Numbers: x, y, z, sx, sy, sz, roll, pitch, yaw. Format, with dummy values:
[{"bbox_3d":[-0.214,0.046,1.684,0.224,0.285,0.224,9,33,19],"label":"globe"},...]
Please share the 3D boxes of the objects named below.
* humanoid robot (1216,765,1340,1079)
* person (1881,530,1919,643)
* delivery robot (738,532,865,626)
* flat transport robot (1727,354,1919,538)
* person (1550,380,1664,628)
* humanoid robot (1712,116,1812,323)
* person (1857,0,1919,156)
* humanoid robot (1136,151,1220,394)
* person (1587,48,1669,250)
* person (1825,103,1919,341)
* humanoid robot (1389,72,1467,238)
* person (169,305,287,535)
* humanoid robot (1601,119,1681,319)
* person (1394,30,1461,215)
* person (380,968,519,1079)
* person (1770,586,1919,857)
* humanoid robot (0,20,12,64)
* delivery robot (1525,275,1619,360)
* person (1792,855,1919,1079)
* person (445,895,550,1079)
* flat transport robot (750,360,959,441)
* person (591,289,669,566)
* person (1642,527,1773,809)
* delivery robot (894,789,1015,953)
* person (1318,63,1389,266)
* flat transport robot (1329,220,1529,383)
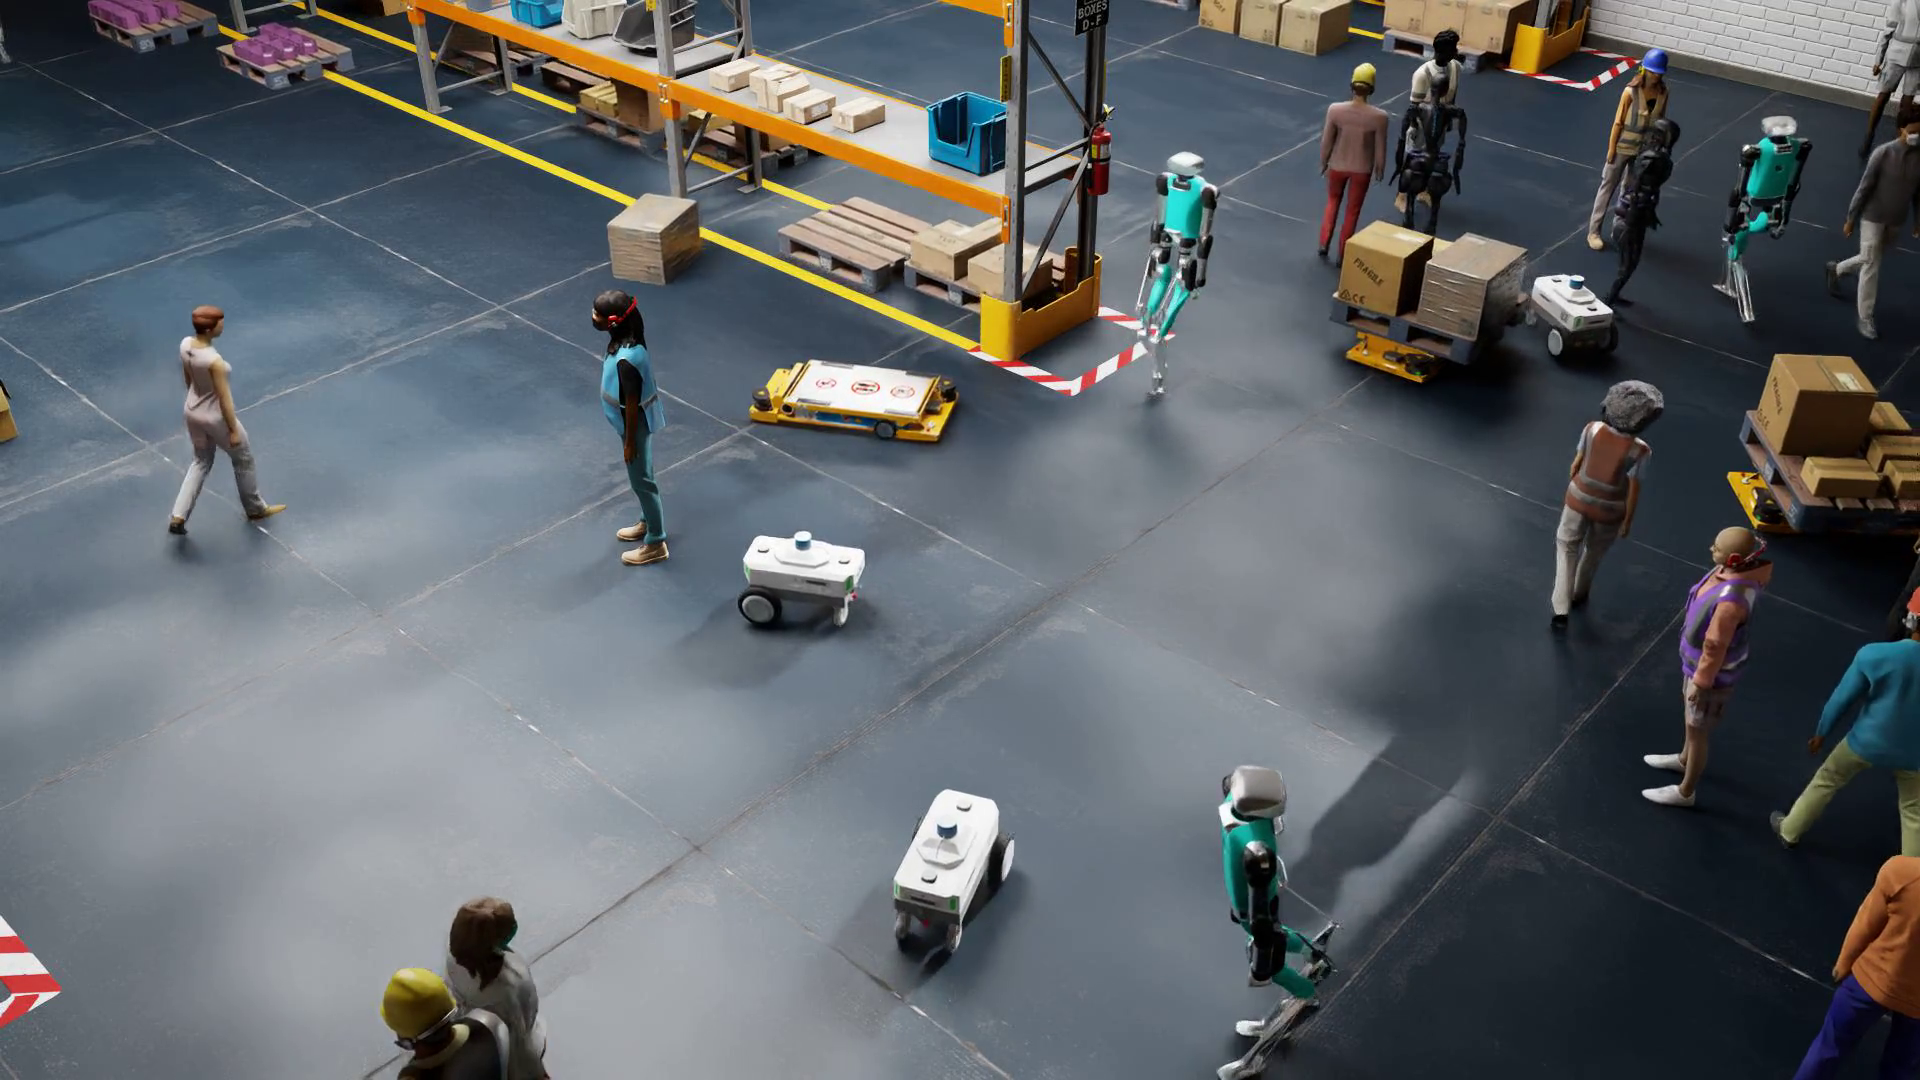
[{"bbox_3d":[1.415,1.654,7.106,0.735,1.766,0.545,-2,35,-3],"label":"humanoid robot"},{"bbox_3d":[5.565,0.080,9.307,0.344,1.846,0.505,-12,36,-17],"label":"person"},{"bbox_3d":[-0.961,0.208,10.235,0.732,0.570,0.504,8,35,11],"label":"delivery robot"},{"bbox_3d":[6.014,-0.274,11.207,1.431,0.231,0.659,3,35,4],"label":"flat transport robot"},{"bbox_3d":[3.787,-0.203,9.877,0.449,1.658,0.614,19,39,25],"label":"person"},{"bbox_3d":[6.276,-2.615,13.296,0.589,1.732,0.965,-3,35,-4],"label":"humanoid robot"},{"bbox_3d":[9.149,-4.640,16.078,0.547,1.926,0.379,14,37,20],"label":"person"},{"bbox_3d":[1.490,-1.902,12.332,0.536,1.843,0.760,29,44,35],"label":"humanoid robot"},{"bbox_3d":[5.820,-3.369,14.361,0.466,1.777,0.325,-6,35,-9],"label":"person"},{"bbox_3d":[7.283,-2.590,13.155,0.550,1.865,0.824,-5,35,-7],"label":"person"},{"bbox_3d":[3.972,-3.135,14.124,0.596,1.642,0.368,7,35,10],"label":"humanoid robot"},{"bbox_3d":[-4.867,-0.734,10.677,0.488,1.623,0.697,21,40,28],"label":"person"},{"bbox_3d":[5.407,-2.579,13.301,0.336,1.644,0.608,25,42,32],"label":"humanoid robot"},{"bbox_3d":[4.247,-3.776,15.031,0.534,1.692,0.320,-18,39,-25],"label":"person"},{"bbox_3d":[-1.848,2.265,6.168,0.404,1.819,0.596,16,38,22],"label":"person"},{"bbox_3d":[4.549,0.974,8.143,0.725,1.700,0.494,15,37,20],"label":"person"},{"bbox_3d":[-11.041,-6.309,18.730,0.531,1.770,1.069,-21,40,-28],"label":"humanoid robot"},{"bbox_3d":[4.834,-1.795,13.162,0.499,0.597,0.798,-8,35,-12],"label":"delivery robot"},{"bbox_3d":[3.826,1.786,6.727,0.517,1.974,0.403,19,39,25],"label":"person"},{"bbox_3d":[-1.832,2.004,6.686,0.392,1.642,0.516,-19,39,-25],"label":"person"},{"bbox_3d":[-0.776,-1.039,12.316,1.431,0.231,0.659,8,35,11],"label":"flat transport robot"},{"bbox_3d":[-2.051,-0.709,10.442,0.394,1.862,0.508,-8,35,-11],"label":"person"},{"bbox_3d":[3.870,0.652,8.619,0.358,1.683,0.481,11,36,16],"label":"person"},{"bbox_3d":[-0.053,1.594,8.265,0.499,0.613,0.796,11,36,16],"label":"delivery robot"},{"bbox_3d":[3.329,-3.167,14.092,0.541,1.750,0.374,17,38,23],"label":"person"},{"bbox_3d":[3.719,-1.673,13.234,0.659,0.231,1.431,25,42,31],"label":"flat transport robot"}]
